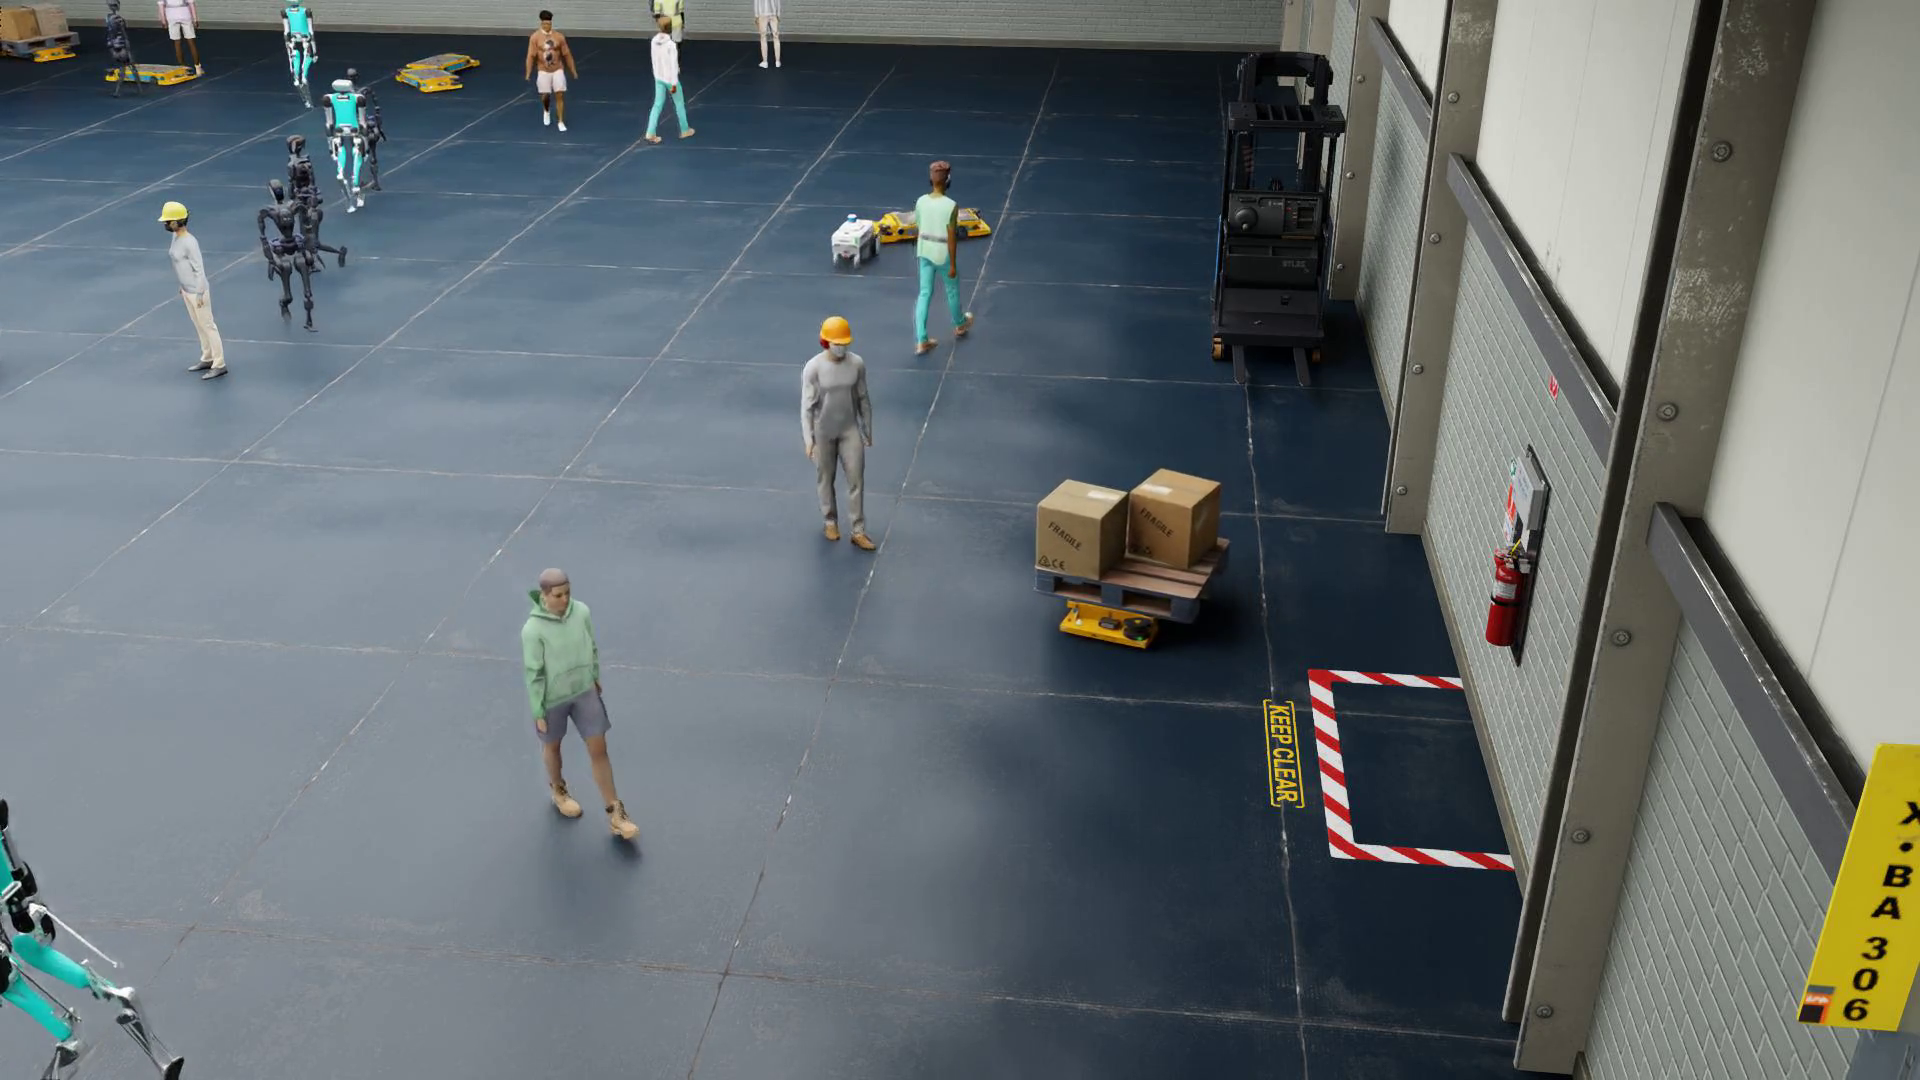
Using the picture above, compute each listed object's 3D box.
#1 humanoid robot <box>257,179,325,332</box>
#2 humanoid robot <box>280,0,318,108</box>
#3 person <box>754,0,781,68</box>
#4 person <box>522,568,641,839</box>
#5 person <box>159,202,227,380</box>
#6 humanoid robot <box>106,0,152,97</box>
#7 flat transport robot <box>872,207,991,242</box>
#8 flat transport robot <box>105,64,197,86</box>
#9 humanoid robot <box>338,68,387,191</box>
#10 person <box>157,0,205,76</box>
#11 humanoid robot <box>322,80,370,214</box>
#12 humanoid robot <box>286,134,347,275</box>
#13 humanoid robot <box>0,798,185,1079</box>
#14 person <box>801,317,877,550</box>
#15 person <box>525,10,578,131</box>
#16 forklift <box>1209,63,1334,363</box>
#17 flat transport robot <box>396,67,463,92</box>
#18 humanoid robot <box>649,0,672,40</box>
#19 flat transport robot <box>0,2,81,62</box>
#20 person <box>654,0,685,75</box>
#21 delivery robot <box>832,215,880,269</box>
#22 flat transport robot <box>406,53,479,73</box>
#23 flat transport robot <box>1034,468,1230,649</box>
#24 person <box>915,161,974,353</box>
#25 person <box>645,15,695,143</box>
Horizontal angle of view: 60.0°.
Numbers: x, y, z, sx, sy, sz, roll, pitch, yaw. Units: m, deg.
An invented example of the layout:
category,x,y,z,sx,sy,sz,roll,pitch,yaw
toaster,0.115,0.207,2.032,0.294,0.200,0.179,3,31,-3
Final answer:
category,x,y,z,sx,sy,sz,roll,pitch,yaw
humanoid robot,-7.104,-3.043,17.656,0.591,1.644,0.488,-20,33,-34
humanoid robot,-10.968,-8.016,27.543,0.543,1.809,0.742,1,27,3
person,-3.543,-9.679,30.670,0.512,1.874,0.380,-9,28,-18
person,-2.216,0.965,9.598,0.510,1.702,0.862,-21,33,-35
person,-7.566,-2.460,16.377,0.313,1.769,0.523,-22,34,-37
humanoid robot,-14.295,-8.369,28.316,0.556,1.651,0.613,-24,35,-39
flat transport robot,-0.379,-4.002,21.127,1.431,0.231,0.659,-6,27,-12
flat transport robot,-14.482,-8.331,29.770,1.431,0.231,0.659,8,28,15
humanoid robot,-8.202,-5.634,22.816,0.608,1.643,0.368,-17,31,-30
person,-14.024,-9.364,29.865,0.610,2.032,0.398,-10,28,-19
humanoid robot,-7.934,-5.027,21.577,0.556,1.758,1.047,-6,27,-11
humanoid robot,-7.568,-3.935,19.432,0.602,1.635,0.565,22,34,37
humanoid robot,-4.128,1.923,7.690,0.947,1.780,0.550,3,27,6
person,-0.943,-0.816,12.994,0.595,1.876,0.641,-8,28,-15
person,-6.421,-7.371,26.092,0.802,1.841,0.476,-9,28,-18
forklift,3.241,-3.477,17.183,1.129,2.768,1.873,3,27,6
flat transport robot,-9.389,-8.141,29.390,0.659,0.231,1.431,-19,32,-33
humanoid robot,-5.614,-10.054,31.662,0.811,1.847,0.548,-17,31,-30
flat transport robot,-17.645,-9.324,31.752,1.431,0.231,0.659,16,31,28
person,-5.269,-9.367,30.277,0.550,1.670,0.777,-5,27,-10
delivery robot,-1.287,-3.618,20.040,0.499,0.592,0.791,6,27,12
flat transport robot,-9.505,-8.683,30.472,0.659,0.231,1.431,9,28,17
flat transport robot,1.298,0.360,12.419,0.659,0.231,1.431,11,29,21
person,-0.194,-2.961,17.197,0.509,1.921,1.000,14,30,26
person,-4.496,-7.046,25.410,0.483,1.880,0.962,14,30,25
